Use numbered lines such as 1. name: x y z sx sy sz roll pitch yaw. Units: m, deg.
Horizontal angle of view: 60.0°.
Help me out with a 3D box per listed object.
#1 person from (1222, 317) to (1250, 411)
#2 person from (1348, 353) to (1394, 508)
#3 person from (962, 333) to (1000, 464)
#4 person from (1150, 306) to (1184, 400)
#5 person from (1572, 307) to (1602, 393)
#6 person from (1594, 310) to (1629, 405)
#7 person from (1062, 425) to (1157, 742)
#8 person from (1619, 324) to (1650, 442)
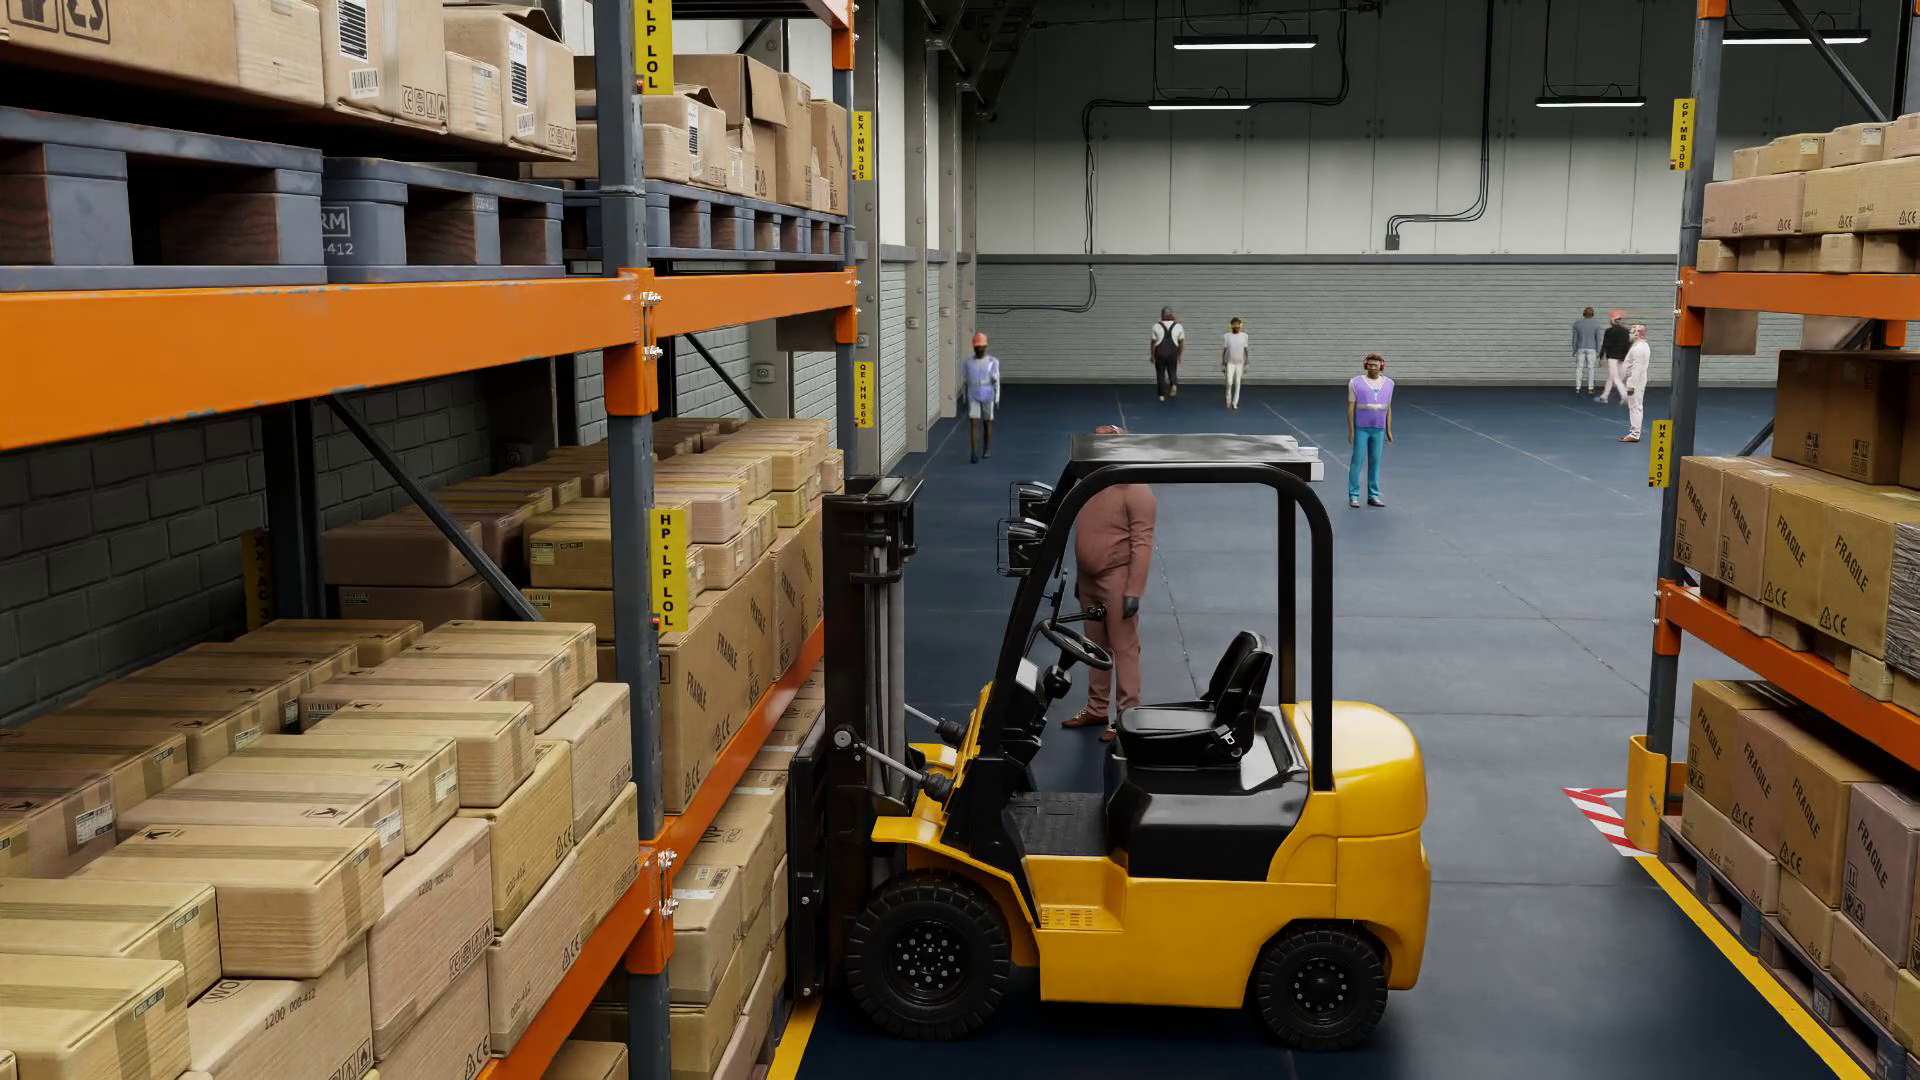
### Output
1. person: 5.465 -3.469 32.866 0.513 1.850 0.644 0 9 1
2. person: 4.866 -1.308 19.776 0.563 1.839 0.392 -2 10 -12
3. person: 0.308 -2.089 24.399 0.558 1.887 1.032 1 9 4
4. person: 4.366 -3.972 35.310 0.690 2.000 0.583 0 9 -2
5. person: 14.096 -4.267 37.406 0.635 1.938 0.362 5 11 29
6. person: 13.605 -3.784 34.447 0.627 1.962 0.976 -5 11 -27
7. person: 0.892 0.256 10.095 0.410 1.909 0.643 -6 11 -31
8. person: 10.960 -2.542 27.041 0.409 1.913 0.645 5 11 28
